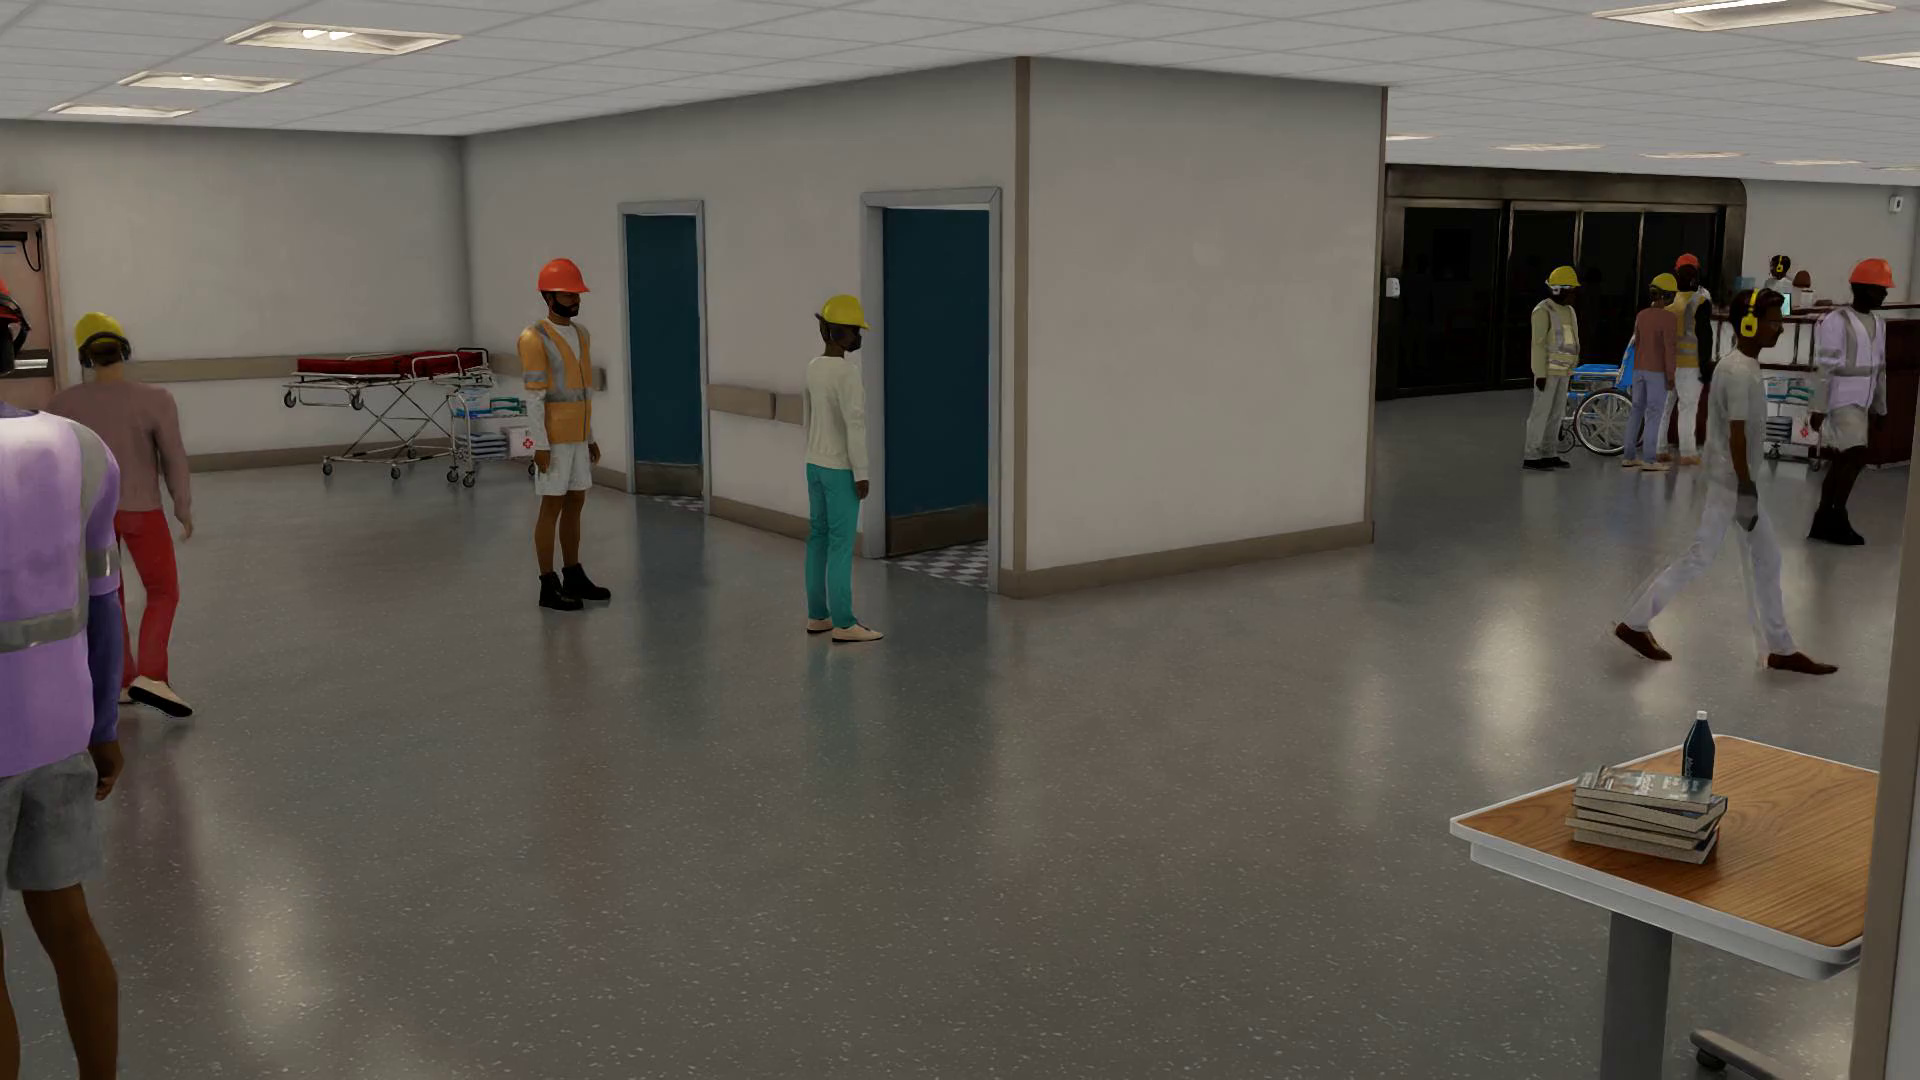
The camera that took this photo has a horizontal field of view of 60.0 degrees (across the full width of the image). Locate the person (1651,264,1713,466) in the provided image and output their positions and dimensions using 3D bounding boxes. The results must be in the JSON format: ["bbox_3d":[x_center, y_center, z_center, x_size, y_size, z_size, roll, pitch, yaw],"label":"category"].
[{"bbox_3d":[6.602,-1.596,15.206,0.429,1.839,0.622,-6,12,-29],"label":"person"}]

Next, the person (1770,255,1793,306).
[{"bbox_3d":[10.653,-2.768,21.672,0.310,1.868,0.533,6,12,30],"label":"person"}]

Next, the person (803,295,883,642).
[{"bbox_3d":[-0.616,-0.363,8.503,0.329,1.763,0.523,-6,12,-31],"label":"person"}]

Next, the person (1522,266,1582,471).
[{"bbox_3d":[5.307,-1.523,14.839,0.592,1.823,0.403,-9,14,-42],"label":"person"}]

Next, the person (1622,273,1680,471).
[{"bbox_3d":[6.221,-1.498,14.882,0.349,1.758,0.522,-3,10,-15],"label":"person"}]

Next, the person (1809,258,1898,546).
[{"bbox_3d":[6.009,-0.908,11.113,0.587,1.915,0.613,-6,12,-28],"label":"person"}]

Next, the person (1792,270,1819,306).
[{"bbox_3d":[12.156,-3.088,24.122,0.501,1.633,0.284,6,12,32],"label":"person"}]

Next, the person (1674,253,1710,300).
[{"bbox_3d":[7.990,-2.199,18.364,0.837,1.916,0.555,-7,12,-33],"label":"person"}]

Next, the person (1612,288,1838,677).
[{"bbox_3d":[3.632,-0.278,7.866,0.980,1.825,0.538,6,12,30],"label":"person"}]

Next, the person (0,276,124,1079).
[{"bbox_3d":[-2.009,0.410,3.440,0.407,2.029,0.612,3,11,18],"label":"person"}]

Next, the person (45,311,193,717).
[{"bbox_3d":[-3.616,-0.104,7.122,0.547,1.730,0.692,-2,10,-13],"label":"person"}]

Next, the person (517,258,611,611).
[{"bbox_3d":[-2.189,-0.586,9.255,0.361,1.938,0.546,4,11,20],"label":"person"}]
